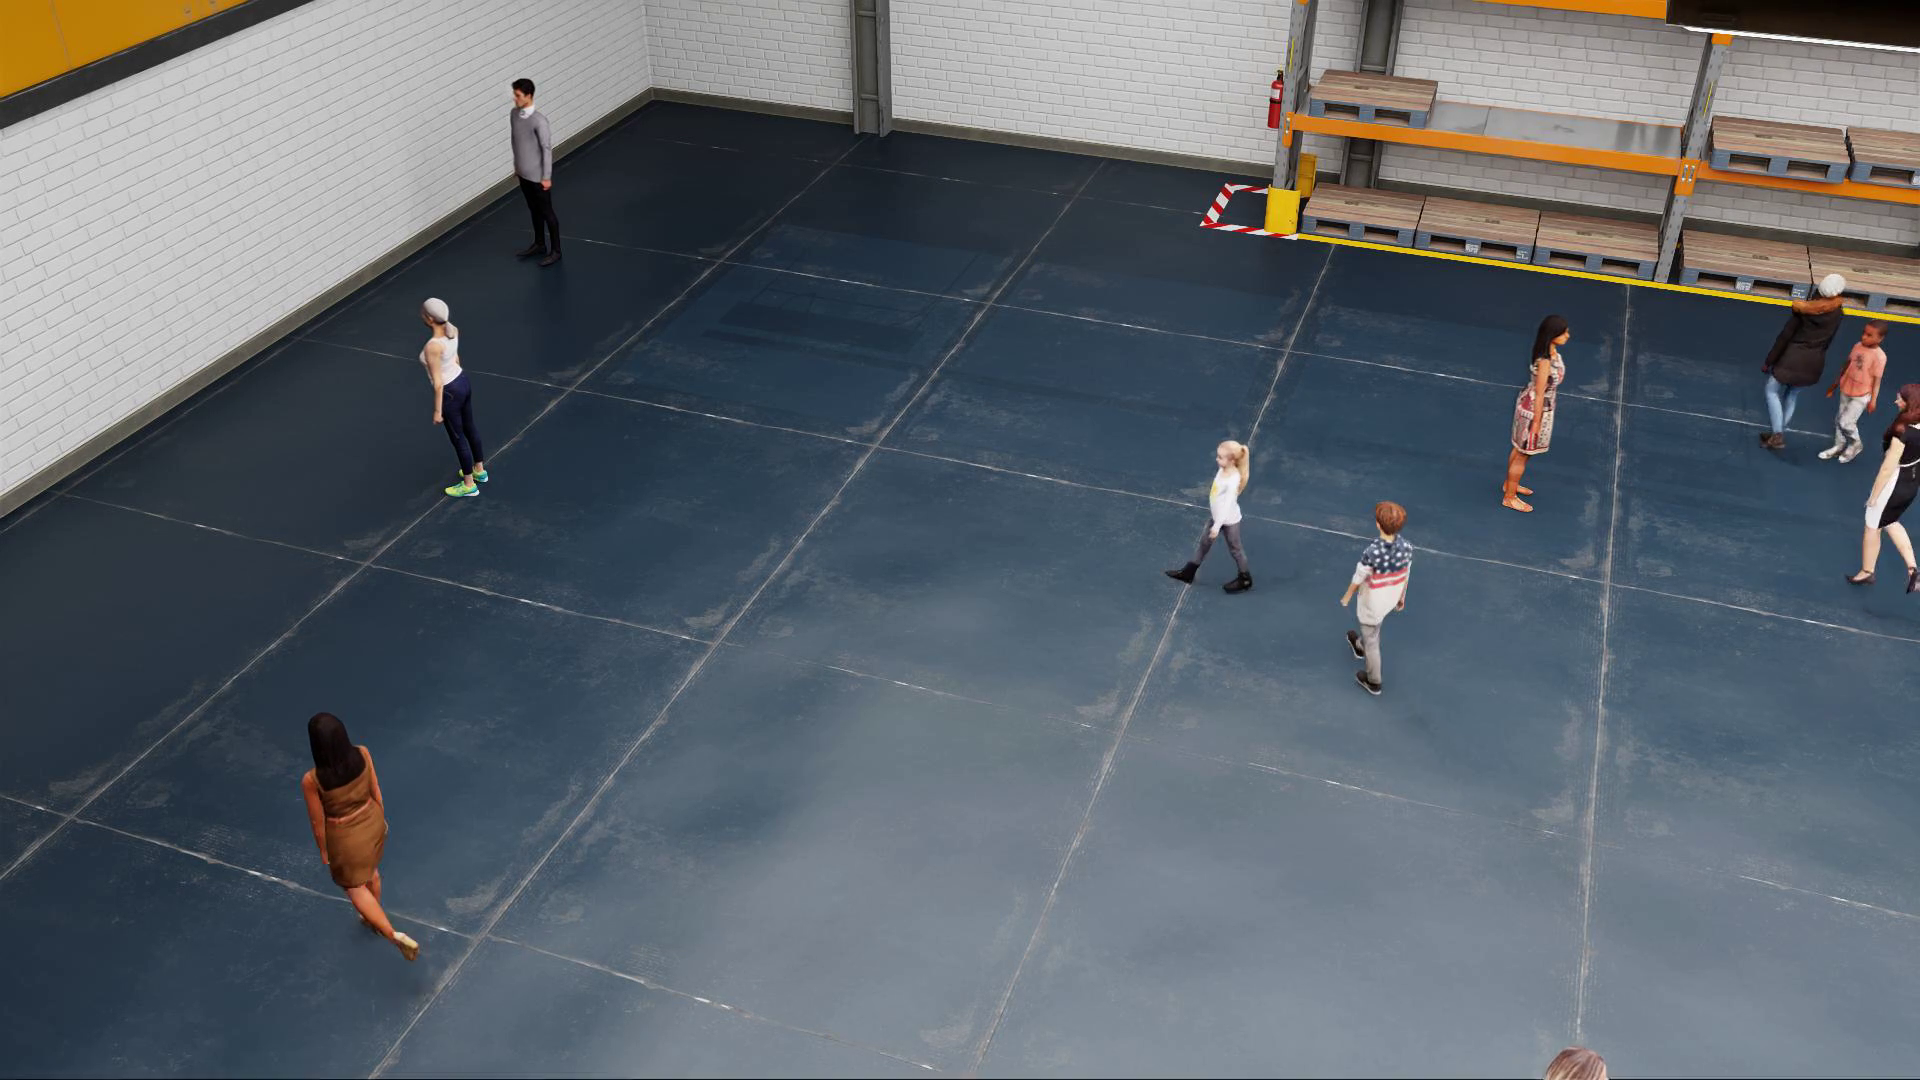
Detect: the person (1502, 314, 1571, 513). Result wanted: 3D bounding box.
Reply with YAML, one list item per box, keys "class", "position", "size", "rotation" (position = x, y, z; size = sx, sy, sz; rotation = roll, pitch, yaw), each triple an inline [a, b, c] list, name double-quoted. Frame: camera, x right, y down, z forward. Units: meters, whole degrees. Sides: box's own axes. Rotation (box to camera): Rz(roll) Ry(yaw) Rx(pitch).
- class: "person"
  position: [4.543, -1.030, 13.150]
  size: [0.520, 1.645, 0.652]
  rotation: [10, 35, 15]

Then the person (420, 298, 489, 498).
- class: "person"
  position: [-4.042, -1.149, 13.277]
  size: [0.585, 1.703, 0.631]
  rotation: [5, 34, 8]

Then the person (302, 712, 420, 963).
- class: "person"
  position: [-3.270, 1.655, 9.087]
  size: [1.019, 1.671, 0.772]
  rotation: [26, 41, 33]

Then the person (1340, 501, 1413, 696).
- class: "person"
  position: [2.847, 0.417, 11.177]
  size: [0.856, 1.418, 0.894]
  rotation: [-13, 36, -18]

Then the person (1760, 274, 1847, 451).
- class: "person"
  position: [6.996, -1.443, 13.799]
  size: [0.735, 1.613, 0.825]
  rotation: [-6, 34, -9]

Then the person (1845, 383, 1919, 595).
- class: "person"
  position: [6.761, -0.295, 11.931]
  size: [0.907, 1.771, 0.974]
  rotation: [-12, 35, -17]

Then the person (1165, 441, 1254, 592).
- class: "person"
  position: [2.013, -0.151, 12.186]
  size: [0.942, 1.247, 0.758]
  rotation: [-4, 34, -7]

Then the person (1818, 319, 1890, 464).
- class: "person"
  position: [7.493, -1.240, 13.775]
  size: [0.671, 1.301, 0.616]
  rotation: [-5, 34, -8]

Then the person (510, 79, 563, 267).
- class: "person"
  position: [-4.354, -3.790, 17.052]
  size: [0.729, 1.922, 0.888]
  rotation: [28, 42, 35]
